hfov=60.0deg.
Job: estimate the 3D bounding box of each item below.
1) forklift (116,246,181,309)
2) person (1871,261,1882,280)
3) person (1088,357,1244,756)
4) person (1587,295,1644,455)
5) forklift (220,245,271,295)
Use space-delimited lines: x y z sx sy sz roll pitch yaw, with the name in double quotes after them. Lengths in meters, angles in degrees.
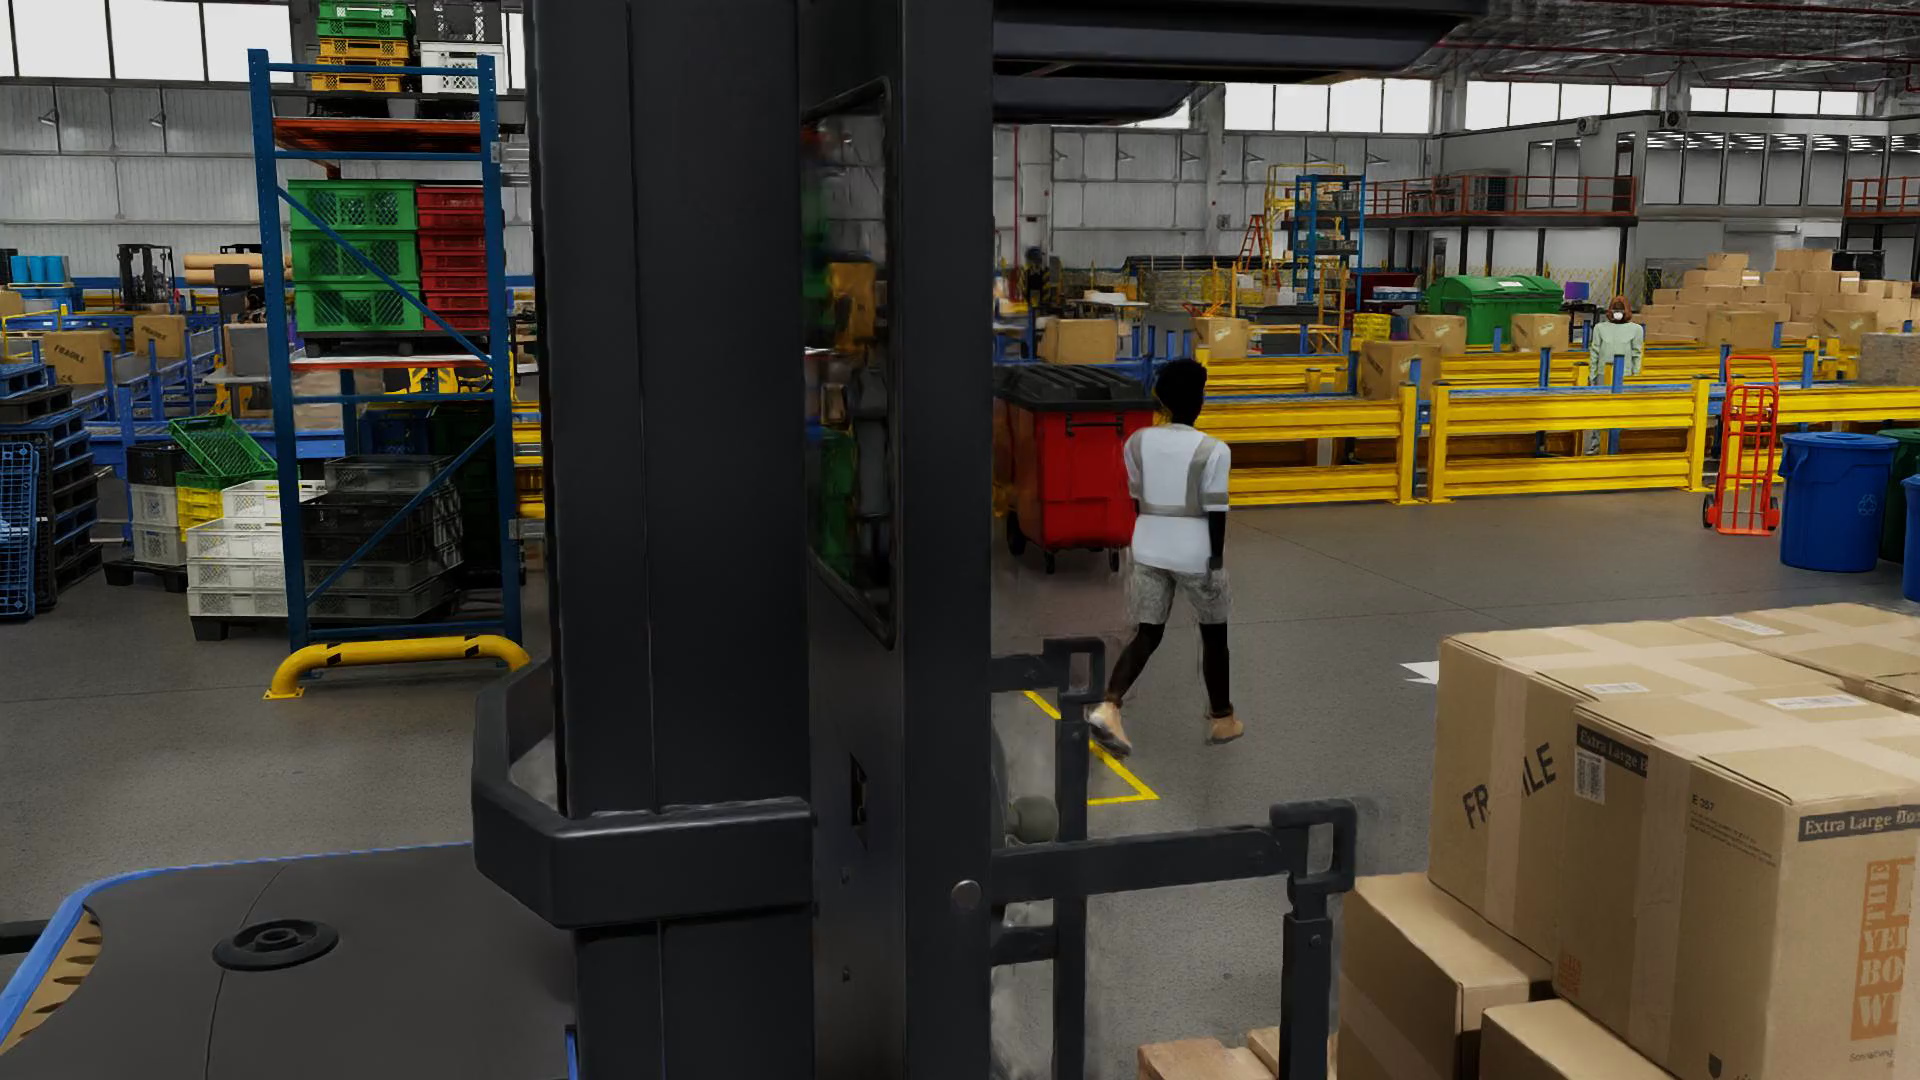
-19.966 -6.232 40.894 1.157 1.987 2.680 -3 10 -15 "forklift"
23.178 -6.182 42.111 0.331 1.768 0.526 7 12 35 "person"
0.881 0.072 6.964 0.525 1.668 0.753 7 12 36 "person"
6.638 -1.658 16.875 0.498 1.632 0.289 5 11 28 "person"
-17.749 -6.334 41.440 1.157 1.987 2.680 -3 10 -17 "forklift"
